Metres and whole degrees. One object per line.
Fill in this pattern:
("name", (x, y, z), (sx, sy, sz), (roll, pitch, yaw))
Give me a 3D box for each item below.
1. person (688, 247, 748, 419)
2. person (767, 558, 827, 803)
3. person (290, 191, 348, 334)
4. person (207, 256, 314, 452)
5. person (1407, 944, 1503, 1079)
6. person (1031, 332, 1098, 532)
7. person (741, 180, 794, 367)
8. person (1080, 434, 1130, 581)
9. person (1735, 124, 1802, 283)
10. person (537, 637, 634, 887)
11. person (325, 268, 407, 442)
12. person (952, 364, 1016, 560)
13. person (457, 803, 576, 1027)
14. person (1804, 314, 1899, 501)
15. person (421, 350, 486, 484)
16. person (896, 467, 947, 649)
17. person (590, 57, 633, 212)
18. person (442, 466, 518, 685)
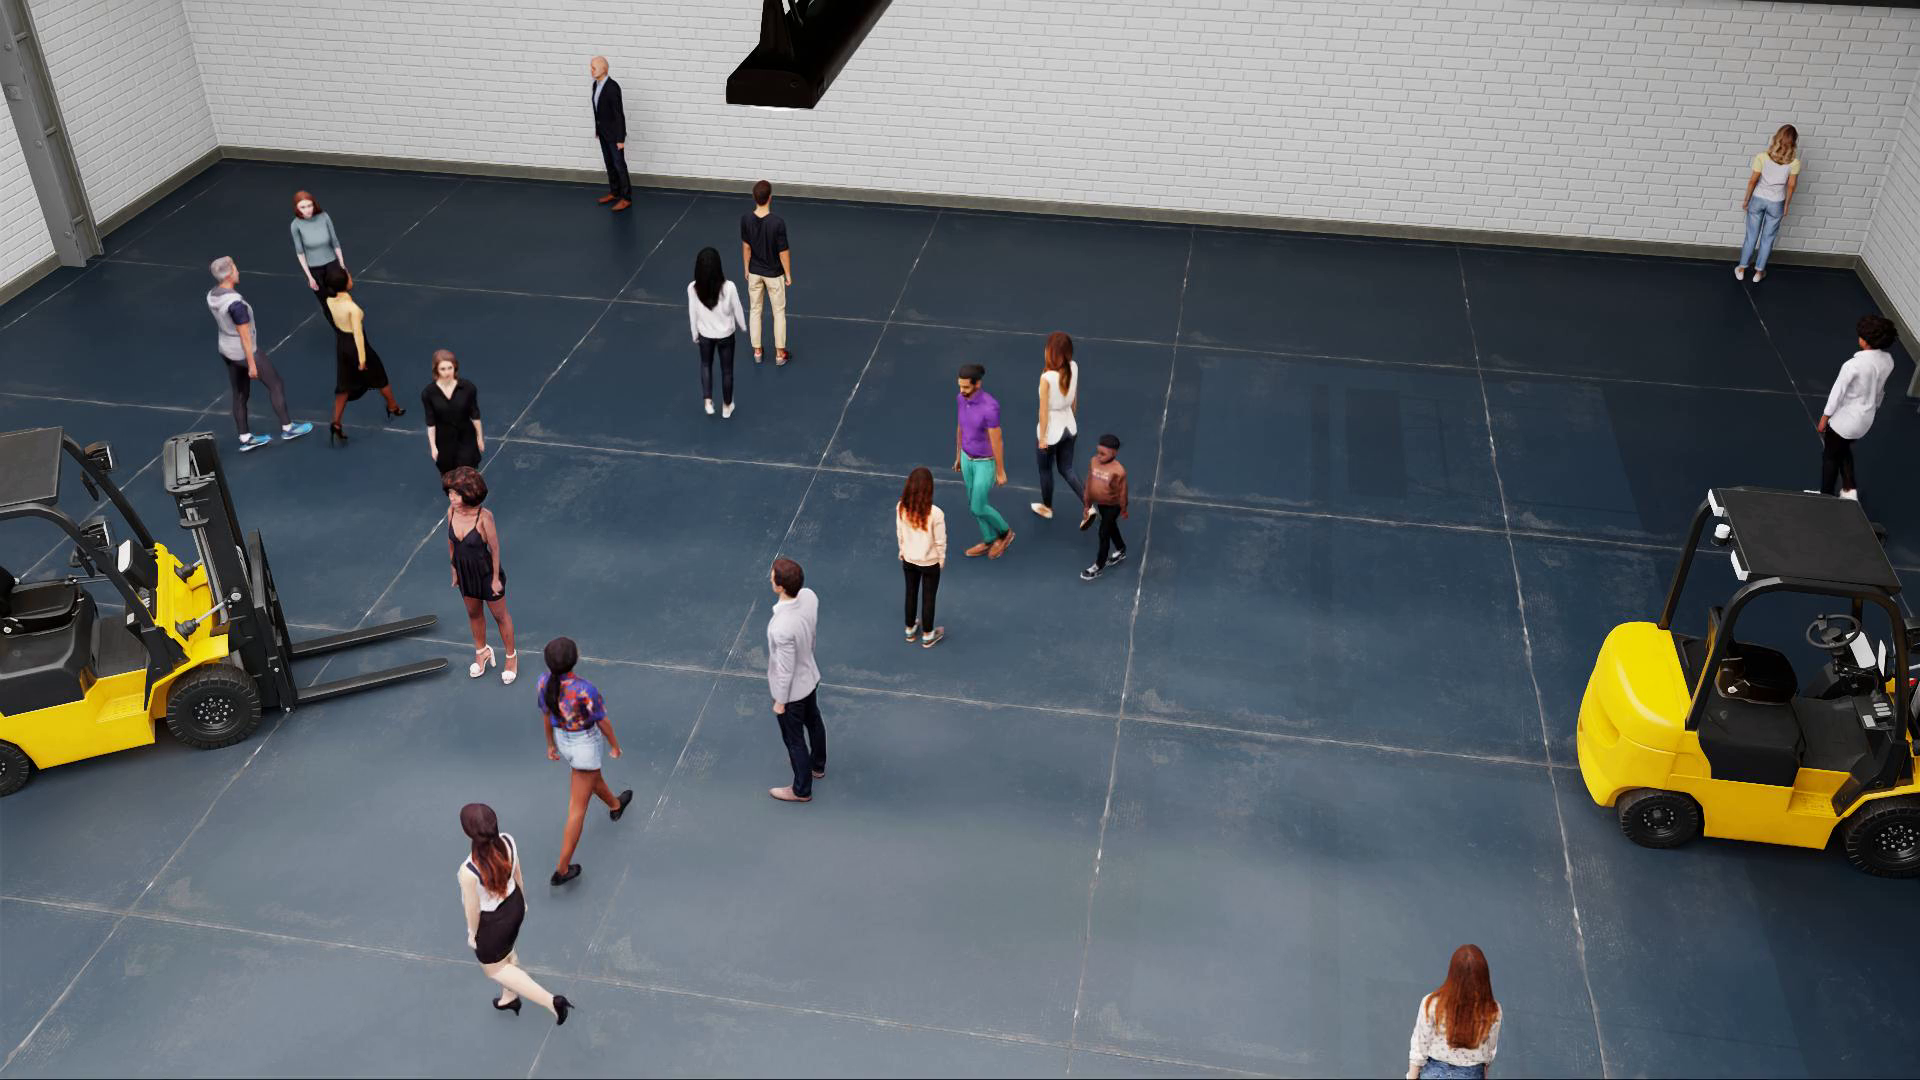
("person", (-2.230, -1.857, 15.212), (0.656, 1.694, 0.602), (1, 34, 2))
("person", (-1.080, 0.912, 10.904), (0.771, 1.851, 0.550), (11, 35, 15))
("person", (-6.309, -2.672, 16.414), (0.759, 1.722, 0.819), (-20, 38, -27))
("person", (-6.441, -1.597, 14.725), (0.925, 1.801, 1.019), (26, 41, 33))
("person", (2.444, 2.737, 8.290), (0.658, 1.707, 1.053), (10, 35, 14))
("person", (0.861, -0.846, 13.630), (0.970, 1.762, 0.997), (-24, 41, -32))
("person", (-1.885, -2.590, 16.171), (0.634, 1.854, 0.546), (7, 34, 11))
("person", (1.237, -0.324, 13.329), (0.857, 1.226, 0.775), (-25, 41, -32))
("person", (8.647, -3.599, 17.809), (0.690, 1.722, 0.653), (17, 37, 23))
("person", (-2.412, 1.379, 10.342), (0.789, 1.696, 1.247), (13, 36, 19))
("person", (-5.523, -1.638, 14.958), (0.778, 1.610, 1.093), (17, 37, 23))
("person", (0.243, -0.653, 13.358), (0.873, 1.742, 0.815), (-25, 41, -33))
("person", (-2.506, 2.149, 9.244), (0.738, 1.630, 0.850), (14, 36, 20))
("person", (7.473, -0.996, 13.826), (0.801, 1.795, 0.851), (-9, 35, -13))
("person", (-4.147, -0.815, 13.649), (0.832, 1.689, 0.960), (-11, 35, -16))
("person", (-0.294, 0.131, 12.417), (0.619, 1.479, 0.606), (17, 37, 24))
("person", (-4.103, -4.788, 19.528), (0.800, 1.798, 0.769), (-26, 41, -33))
("person", (-3.453, 0.250, 11.956), (0.577, 1.790, 0.570), (10, 35, 15))
